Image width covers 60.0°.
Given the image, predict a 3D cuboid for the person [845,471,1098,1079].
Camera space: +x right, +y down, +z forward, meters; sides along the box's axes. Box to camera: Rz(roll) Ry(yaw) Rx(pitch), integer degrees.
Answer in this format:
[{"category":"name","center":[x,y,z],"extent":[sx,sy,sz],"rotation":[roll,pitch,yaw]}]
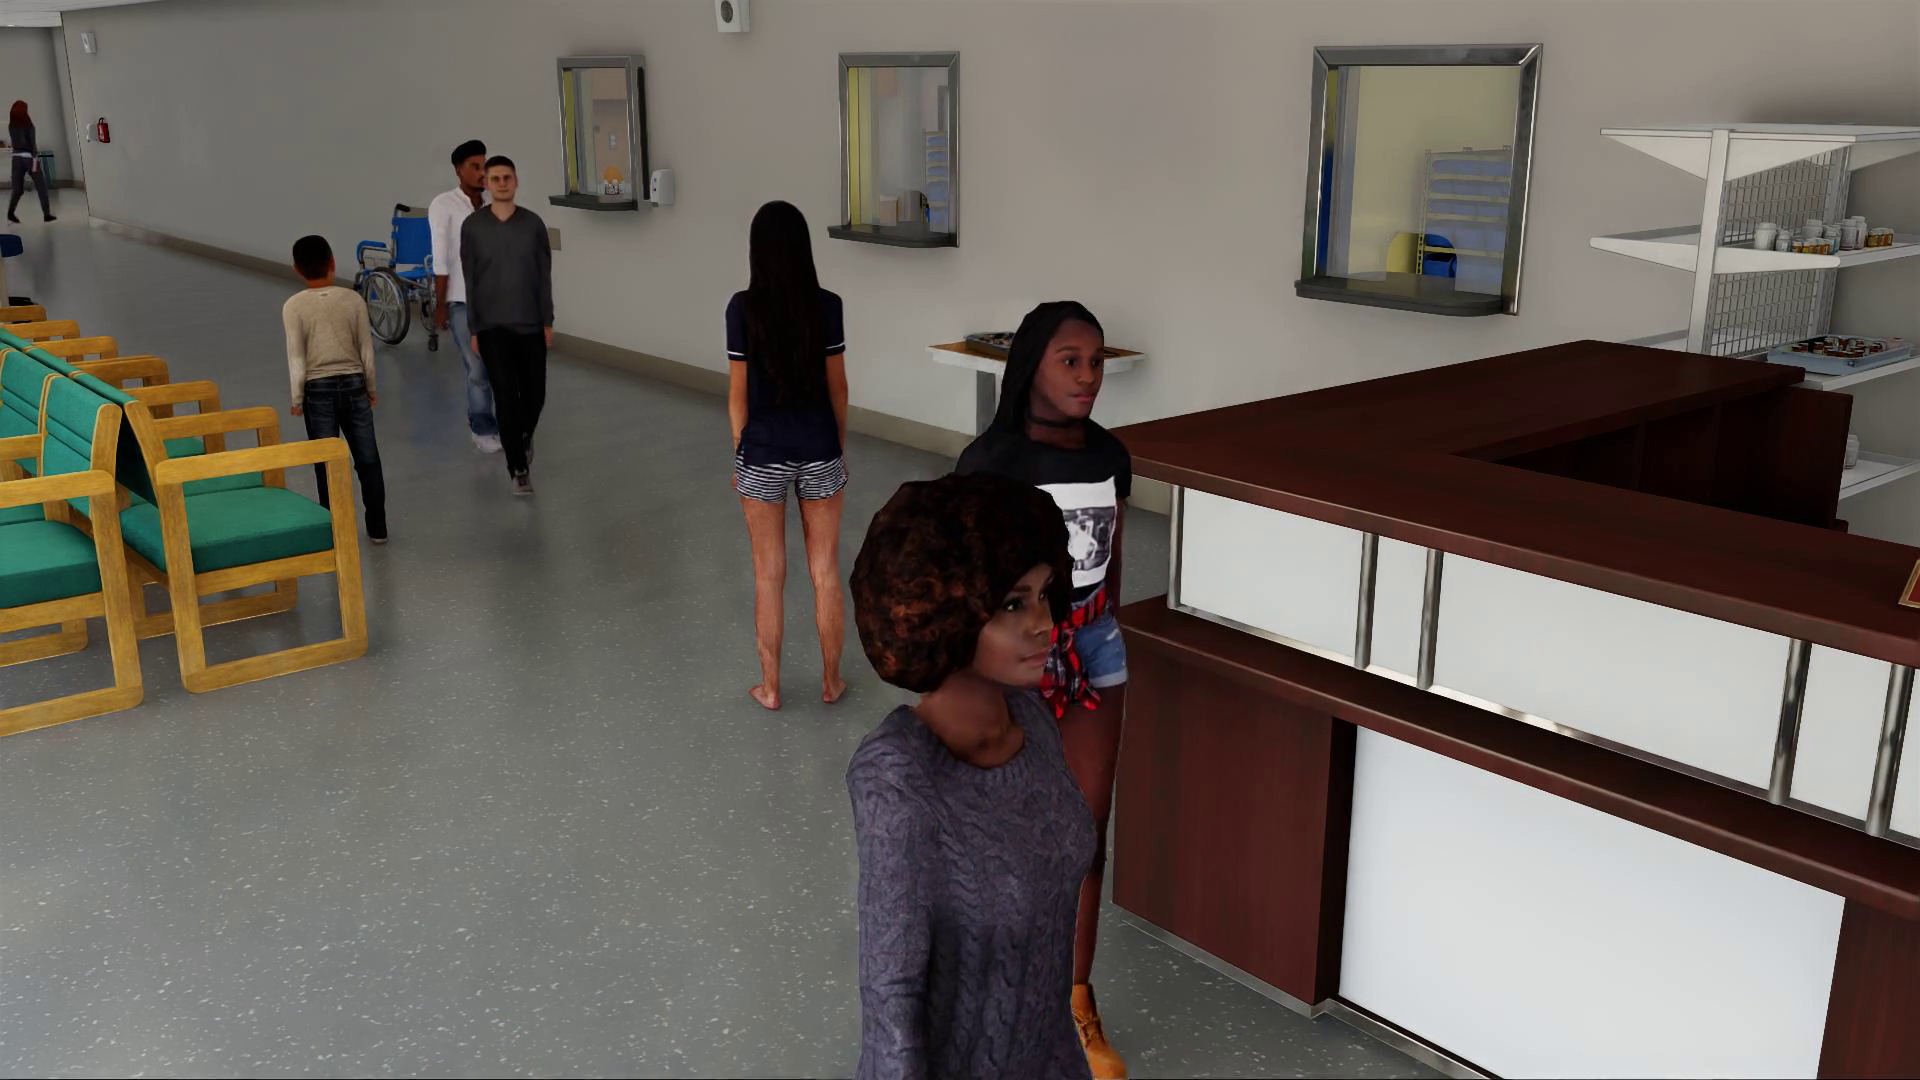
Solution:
[{"category":"person","center":[-0.071,0.754,2.258],"extent":[0.780,1.678,1.077],"rotation":[13,20,39]}]

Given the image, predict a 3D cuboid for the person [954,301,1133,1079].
[{"category":"person","center":[0.126,0.323,3.736],"extent":[1.048,1.706,0.845],"rotation":[-8,18,-26]}]

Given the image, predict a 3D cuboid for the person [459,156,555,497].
[{"category":"person","center":[-2.397,-1.136,8.839],"extent":[1.018,1.744,0.886],"rotation":[-6,17,-20]}]

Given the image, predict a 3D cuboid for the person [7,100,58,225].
[{"category":"person","center":[-13.538,-5.399,23.979],"extent":[1.105,1.735,1.143],"rotation":[1,16,2]}]

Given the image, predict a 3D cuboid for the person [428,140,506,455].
[{"category":"person","center":[-2.883,-1.421,9.756],"extent":[0.770,1.795,0.774],"rotation":[14,21,40]}]

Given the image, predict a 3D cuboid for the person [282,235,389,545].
[{"category":"person","center":[-2.904,-0.677,7.731],"extent":[0.476,1.462,0.626],"rotation":[-10,19,-33]}]

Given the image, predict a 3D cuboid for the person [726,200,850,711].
[{"category":"person","center":[-0.587,-0.275,5.742],"extent":[0.591,1.768,0.705],"rotation":[-4,16,-13]}]
